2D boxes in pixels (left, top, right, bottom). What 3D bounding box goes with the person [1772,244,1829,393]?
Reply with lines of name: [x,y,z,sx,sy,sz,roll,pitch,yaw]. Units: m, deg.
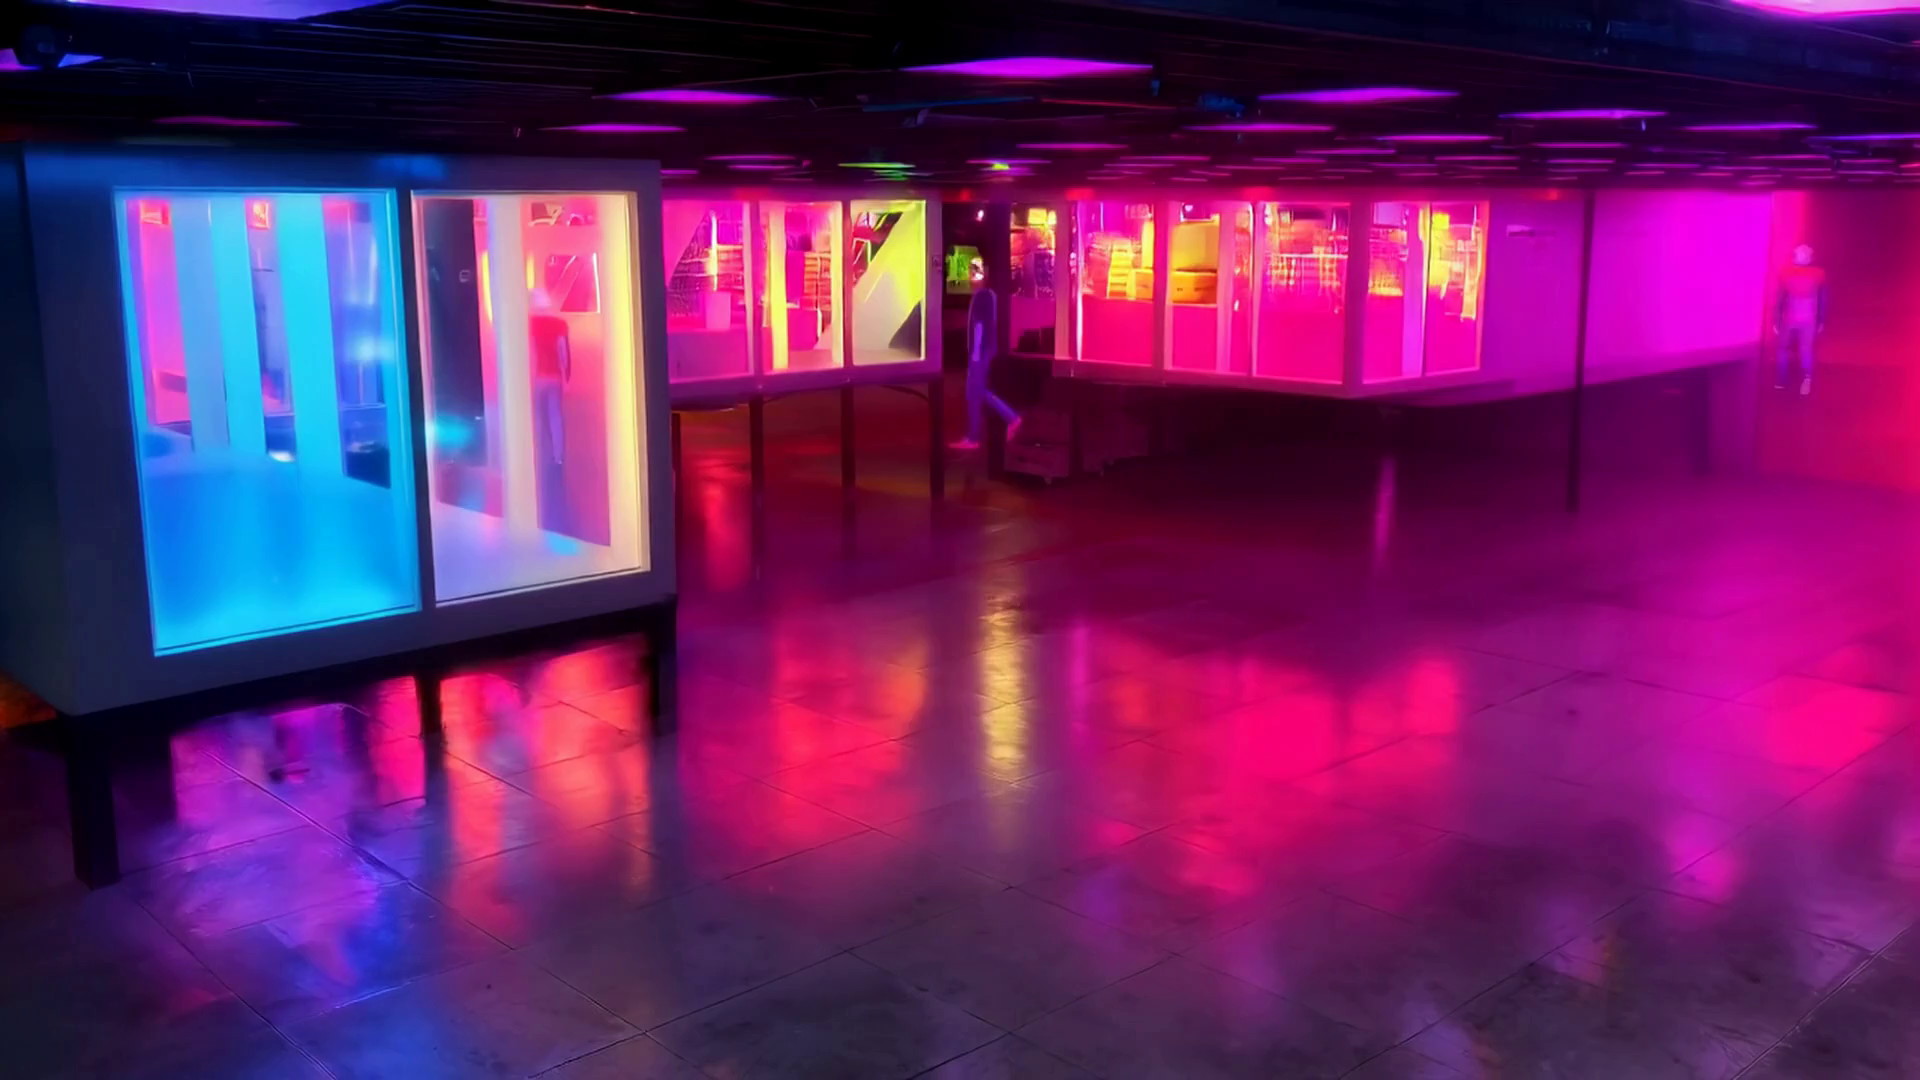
person: [10.671,-2.813,21.142,0.648,1.875,0.855,2,12,11]

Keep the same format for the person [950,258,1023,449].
person: [0.248,-1.786,16.052,0.621,1.856,0.535,4,12,17]
